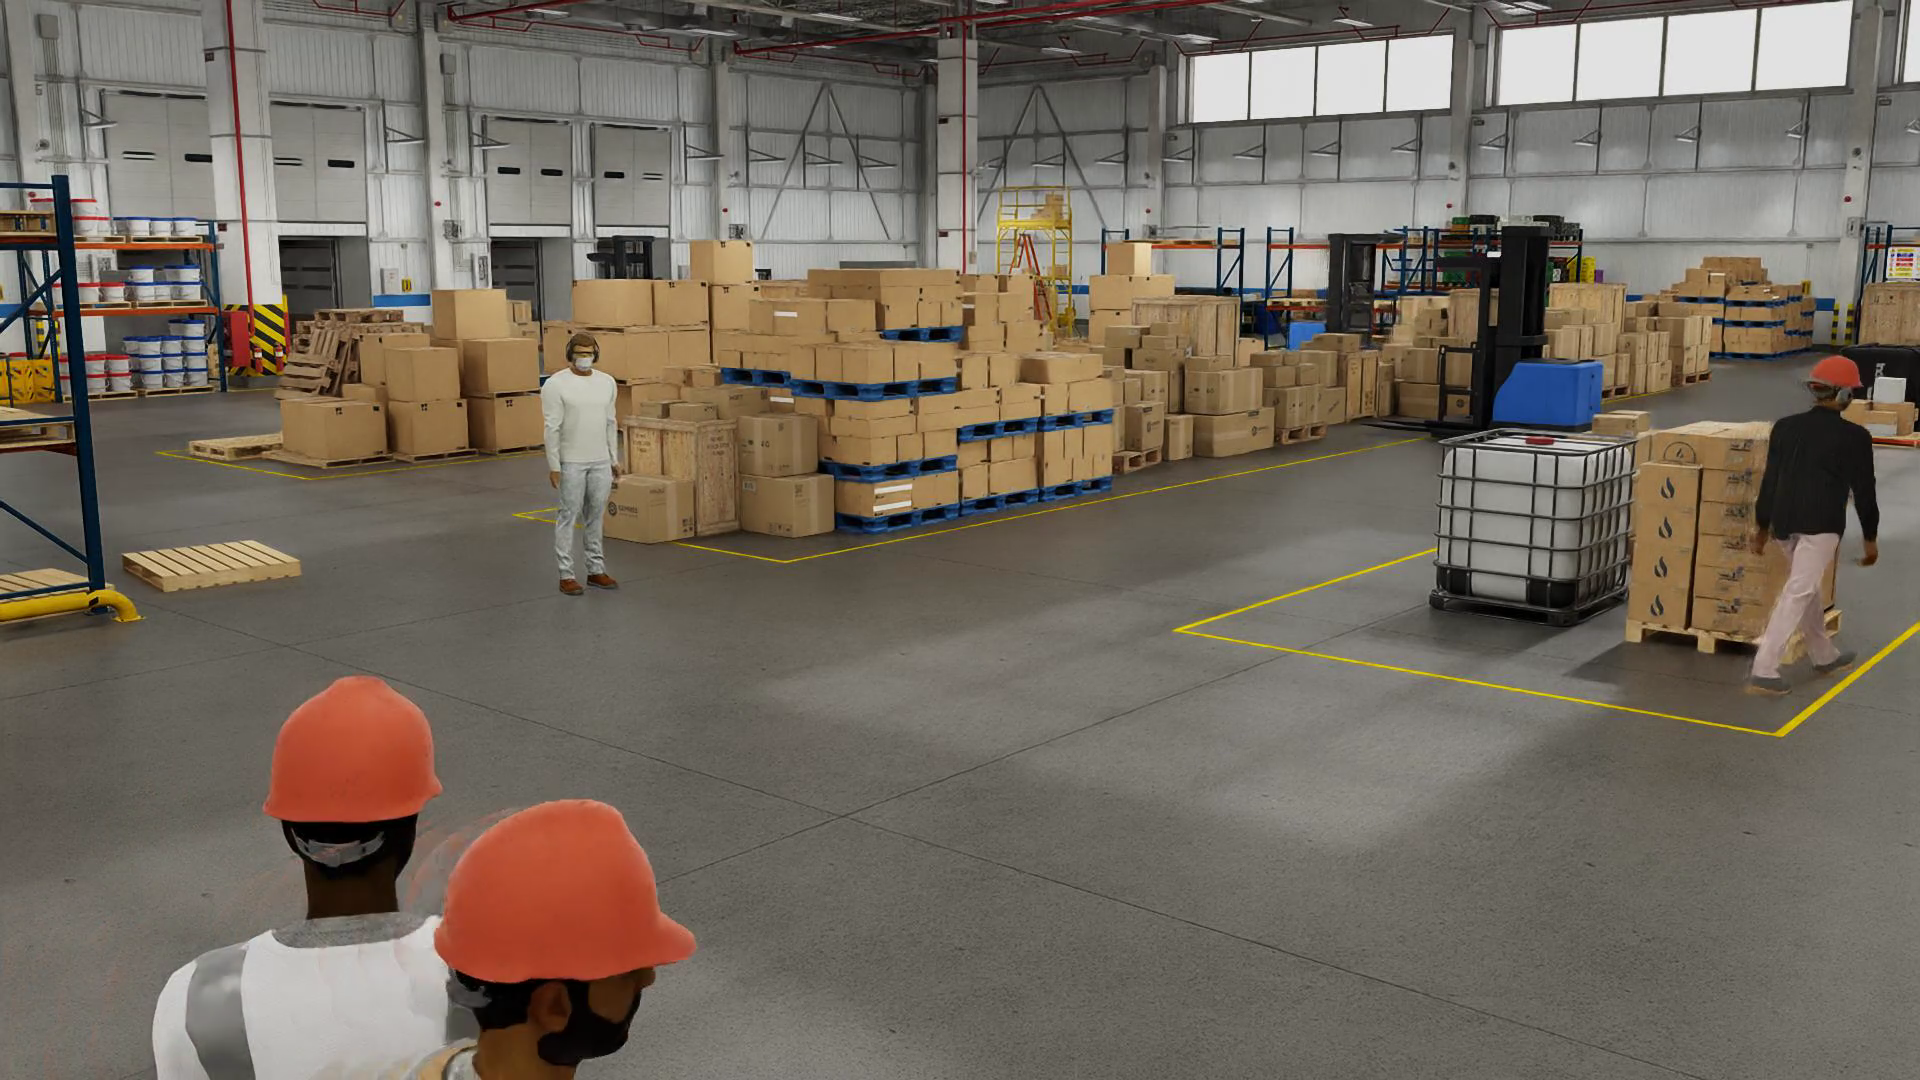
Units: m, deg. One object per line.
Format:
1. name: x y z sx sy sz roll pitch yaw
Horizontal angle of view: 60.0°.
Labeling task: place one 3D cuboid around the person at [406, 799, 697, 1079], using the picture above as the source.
1. person: -0.437 1.245 2.114 0.953 1.886 0.559 -5 11 -24

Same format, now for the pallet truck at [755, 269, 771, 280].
1. pallet truck: -4.996 -6.432 45.525 1.885 1.965 0.823 -6 12 -32

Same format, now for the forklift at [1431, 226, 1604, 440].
1. forklift: 7.339 -2.688 21.696 1.873 2.768 1.129 8 13 40

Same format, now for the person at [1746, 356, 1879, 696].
1. person: 4.931 -0.080 9.544 1.037 1.933 0.643 -4 11 -22

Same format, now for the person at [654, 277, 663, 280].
1. person: -6.508 -4.726 36.025 0.635 1.929 0.387 -5 11 -24

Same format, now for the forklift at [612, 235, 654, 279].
1. forklift: -7.300 -5.450 37.421 1.873 2.768 1.129 8 13 40

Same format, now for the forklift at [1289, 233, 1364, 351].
1. forklift: 7.501 -4.592 32.538 1.873 2.768 1.129 8 13 40

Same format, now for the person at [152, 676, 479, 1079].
1. person: -0.864 1.156 2.492 0.551 1.935 0.375 -3 10 -15

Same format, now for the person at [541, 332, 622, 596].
1. person: -2.784 -0.570 12.324 0.374 1.936 0.629 9 14 42
